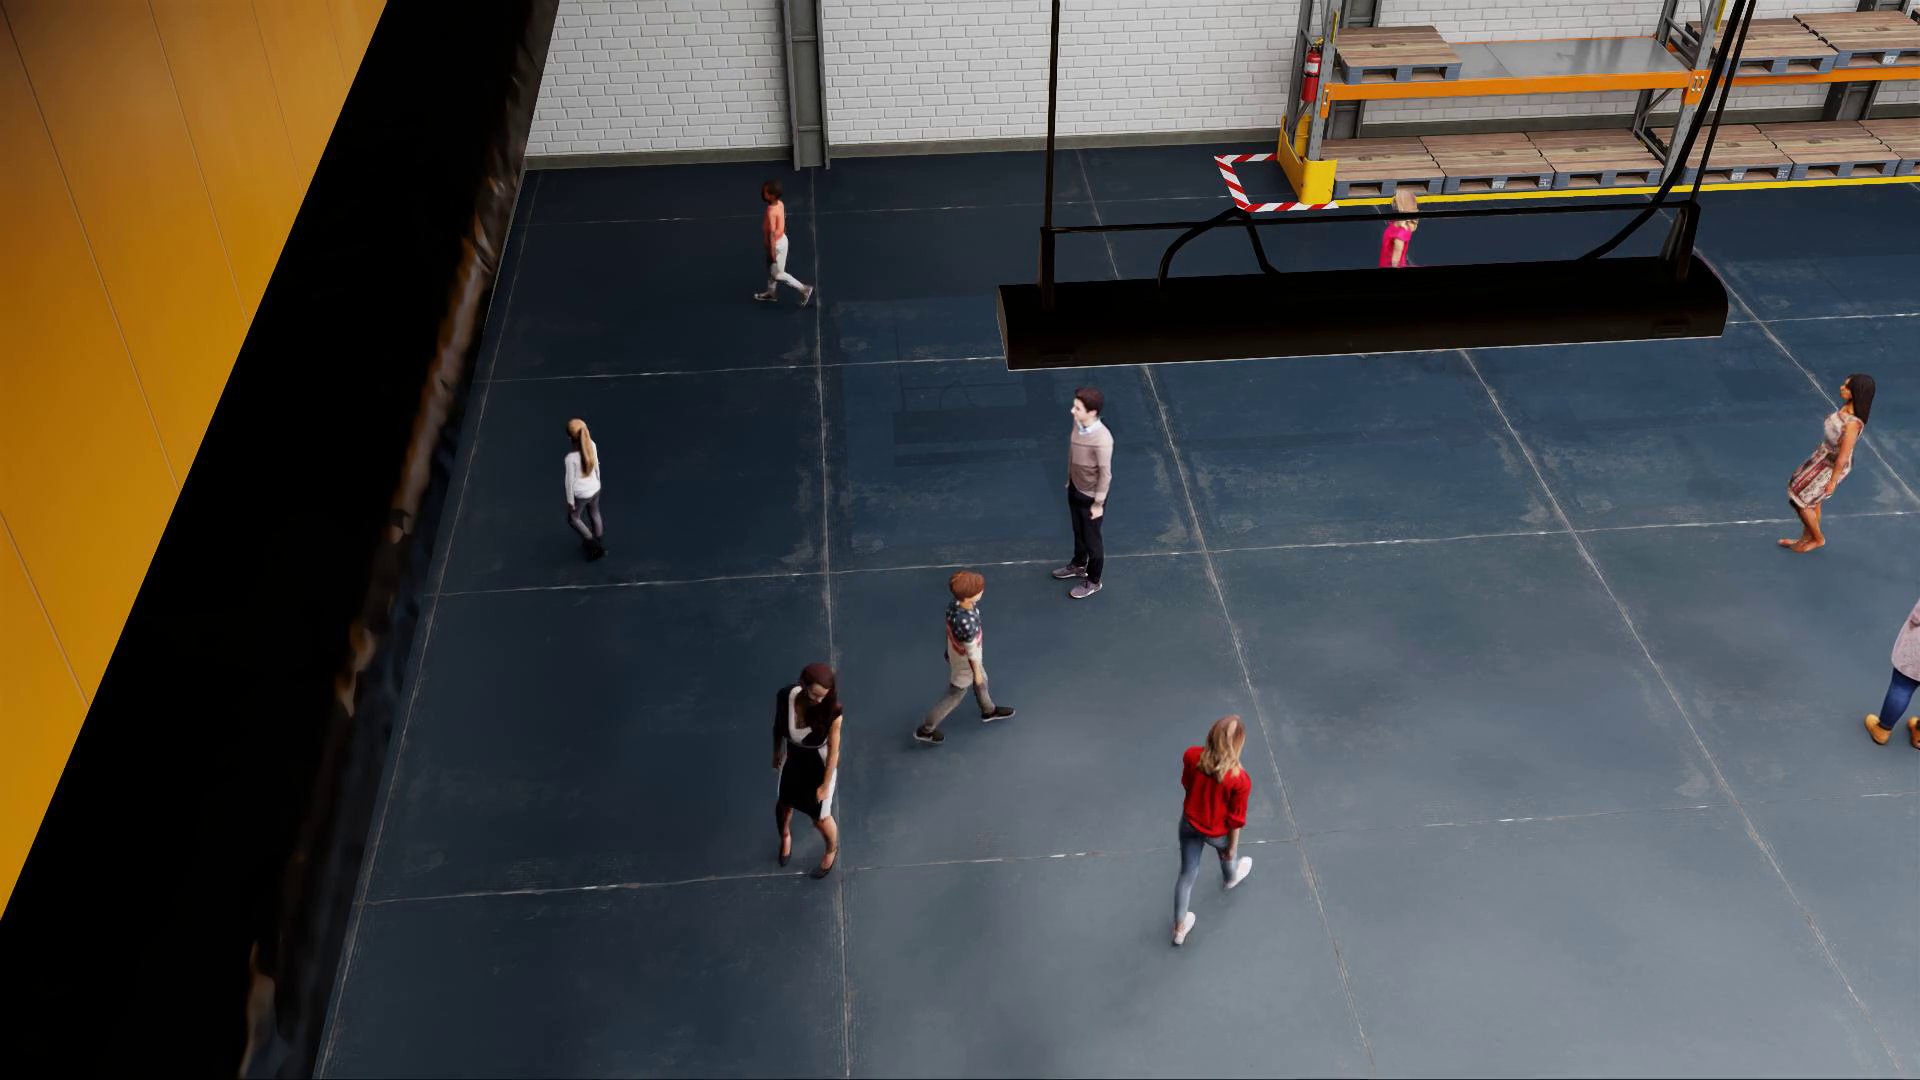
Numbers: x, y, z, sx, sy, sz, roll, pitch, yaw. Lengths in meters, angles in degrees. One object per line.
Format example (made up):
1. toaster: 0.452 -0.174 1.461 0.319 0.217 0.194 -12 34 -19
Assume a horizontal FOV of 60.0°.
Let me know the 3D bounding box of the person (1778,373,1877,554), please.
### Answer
1. person: 6.717 -0.537 12.683 0.783 1.635 0.769 13 40 15

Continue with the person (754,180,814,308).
1. person: -1.696 -2.801 15.790 0.873 1.295 0.609 6 39 7

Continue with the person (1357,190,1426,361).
1. person: 3.941 -2.310 14.843 0.931 1.711 0.730 7 39 9

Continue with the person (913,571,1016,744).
1. person: -0.034 0.811 11.176 1.013 1.409 0.627 -9 40 -12

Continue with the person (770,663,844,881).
1. person: -0.882 1.401 10.155 0.690 1.763 0.817 28 46 30

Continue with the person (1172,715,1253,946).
1. person: 1.417 1.746 9.798 1.053 1.668 1.070 22 44 25

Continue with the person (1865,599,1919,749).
1. person: 6.534 0.685 11.066 0.645 1.744 0.797 6 39 7

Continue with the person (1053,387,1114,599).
1. person: 0.941 -0.368 12.333 0.651 1.807 0.691 -16 41 -19

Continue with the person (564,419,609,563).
1. person: -2.838 -0.356 12.746 0.709 1.274 0.648 23 44 26
